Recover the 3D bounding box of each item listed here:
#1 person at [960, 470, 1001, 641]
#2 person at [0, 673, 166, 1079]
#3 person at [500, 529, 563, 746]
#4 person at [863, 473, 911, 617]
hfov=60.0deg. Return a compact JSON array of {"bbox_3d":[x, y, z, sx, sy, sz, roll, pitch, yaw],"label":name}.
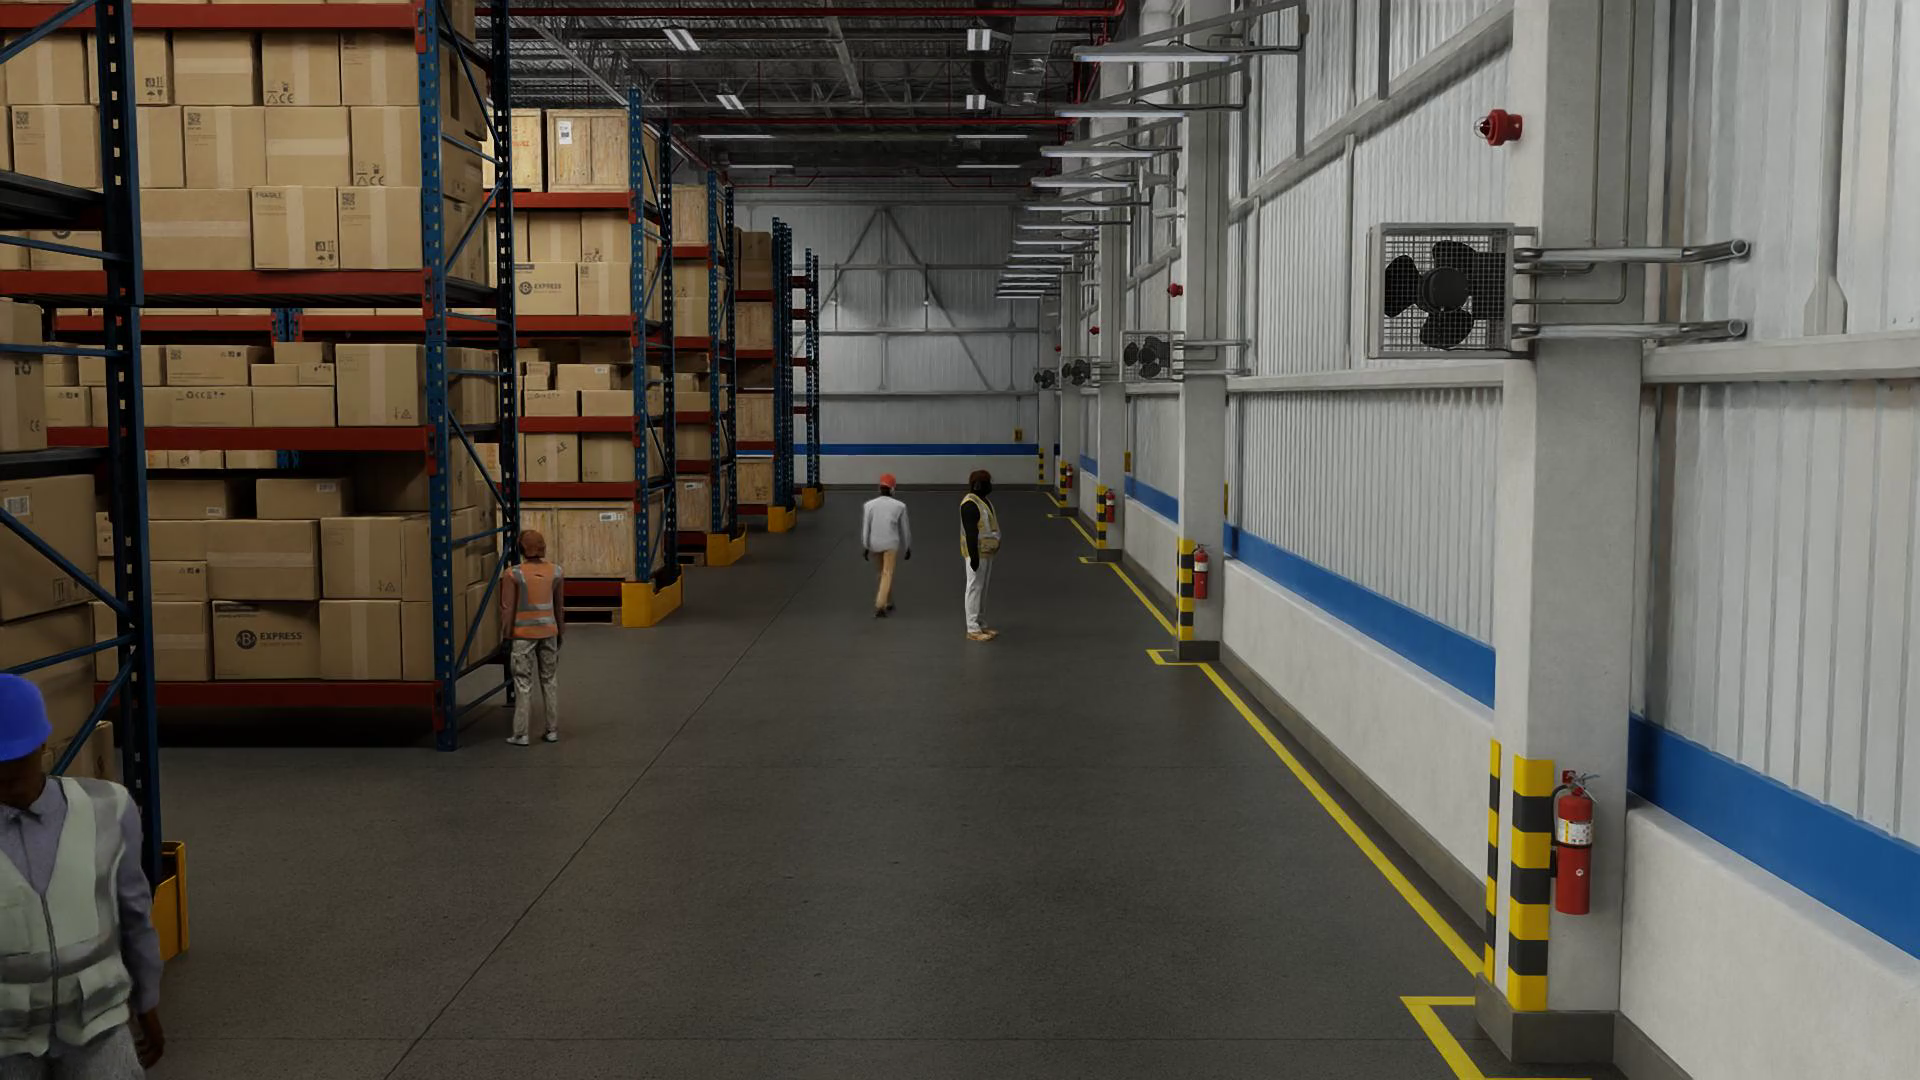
[{"bbox_3d":[0.225,0.163,17.991,0.429,1.846,0.627,1,5,15],"label":"person"},{"bbox_3d":[-2.386,1.291,4.323,0.619,1.930,0.468,-4,7,-42],"label":"person"},{"bbox_3d":[-3.222,0.736,12.547,0.518,1.632,0.314,-5,7,-44],"label":"person"},{"bbox_3d":[-0.898,0.052,20.013,0.574,1.719,0.845,2,5,18],"label":"person"}]
